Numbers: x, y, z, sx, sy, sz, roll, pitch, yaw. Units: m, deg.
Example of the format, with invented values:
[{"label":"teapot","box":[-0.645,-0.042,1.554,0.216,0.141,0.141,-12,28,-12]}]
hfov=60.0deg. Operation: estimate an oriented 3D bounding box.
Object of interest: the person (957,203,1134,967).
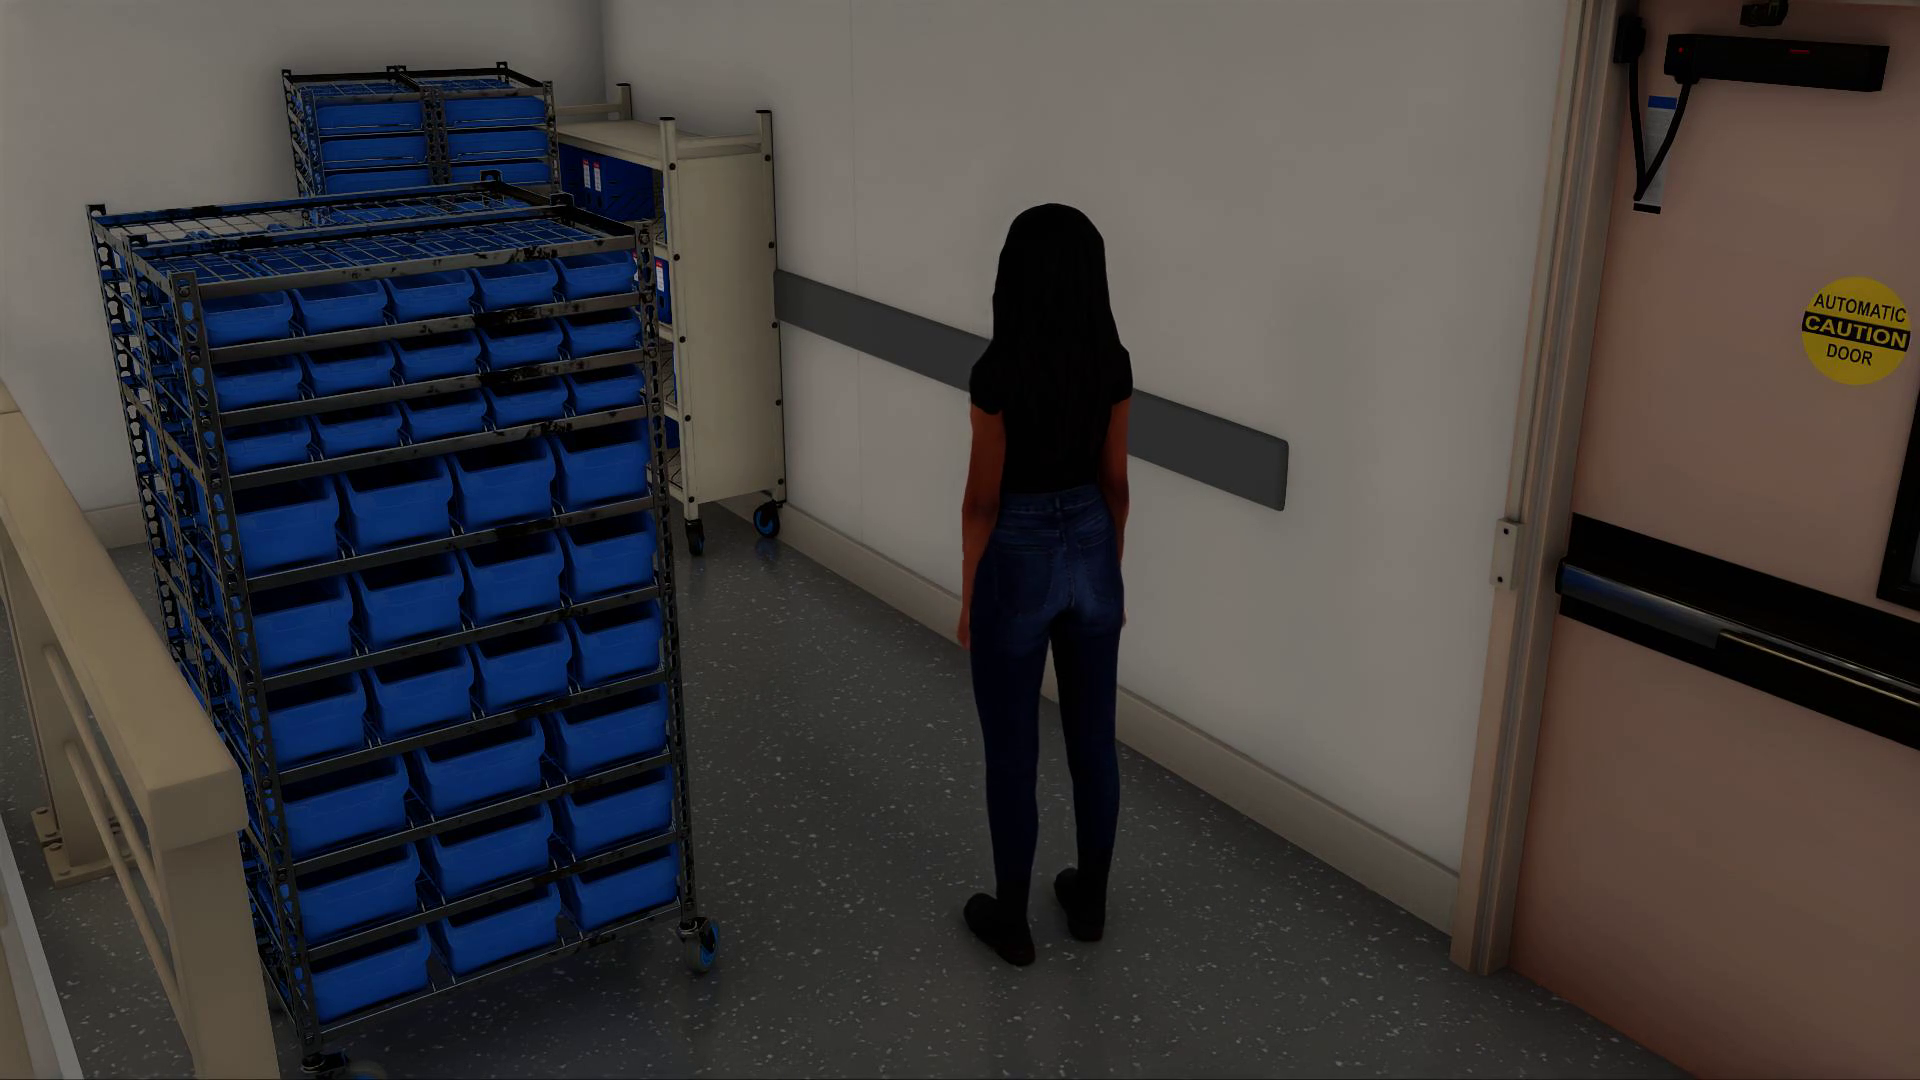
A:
[{"label":"person","box":[0.196,0.125,3.714,0.576,1.736,0.569,-10,23,-25]}]
